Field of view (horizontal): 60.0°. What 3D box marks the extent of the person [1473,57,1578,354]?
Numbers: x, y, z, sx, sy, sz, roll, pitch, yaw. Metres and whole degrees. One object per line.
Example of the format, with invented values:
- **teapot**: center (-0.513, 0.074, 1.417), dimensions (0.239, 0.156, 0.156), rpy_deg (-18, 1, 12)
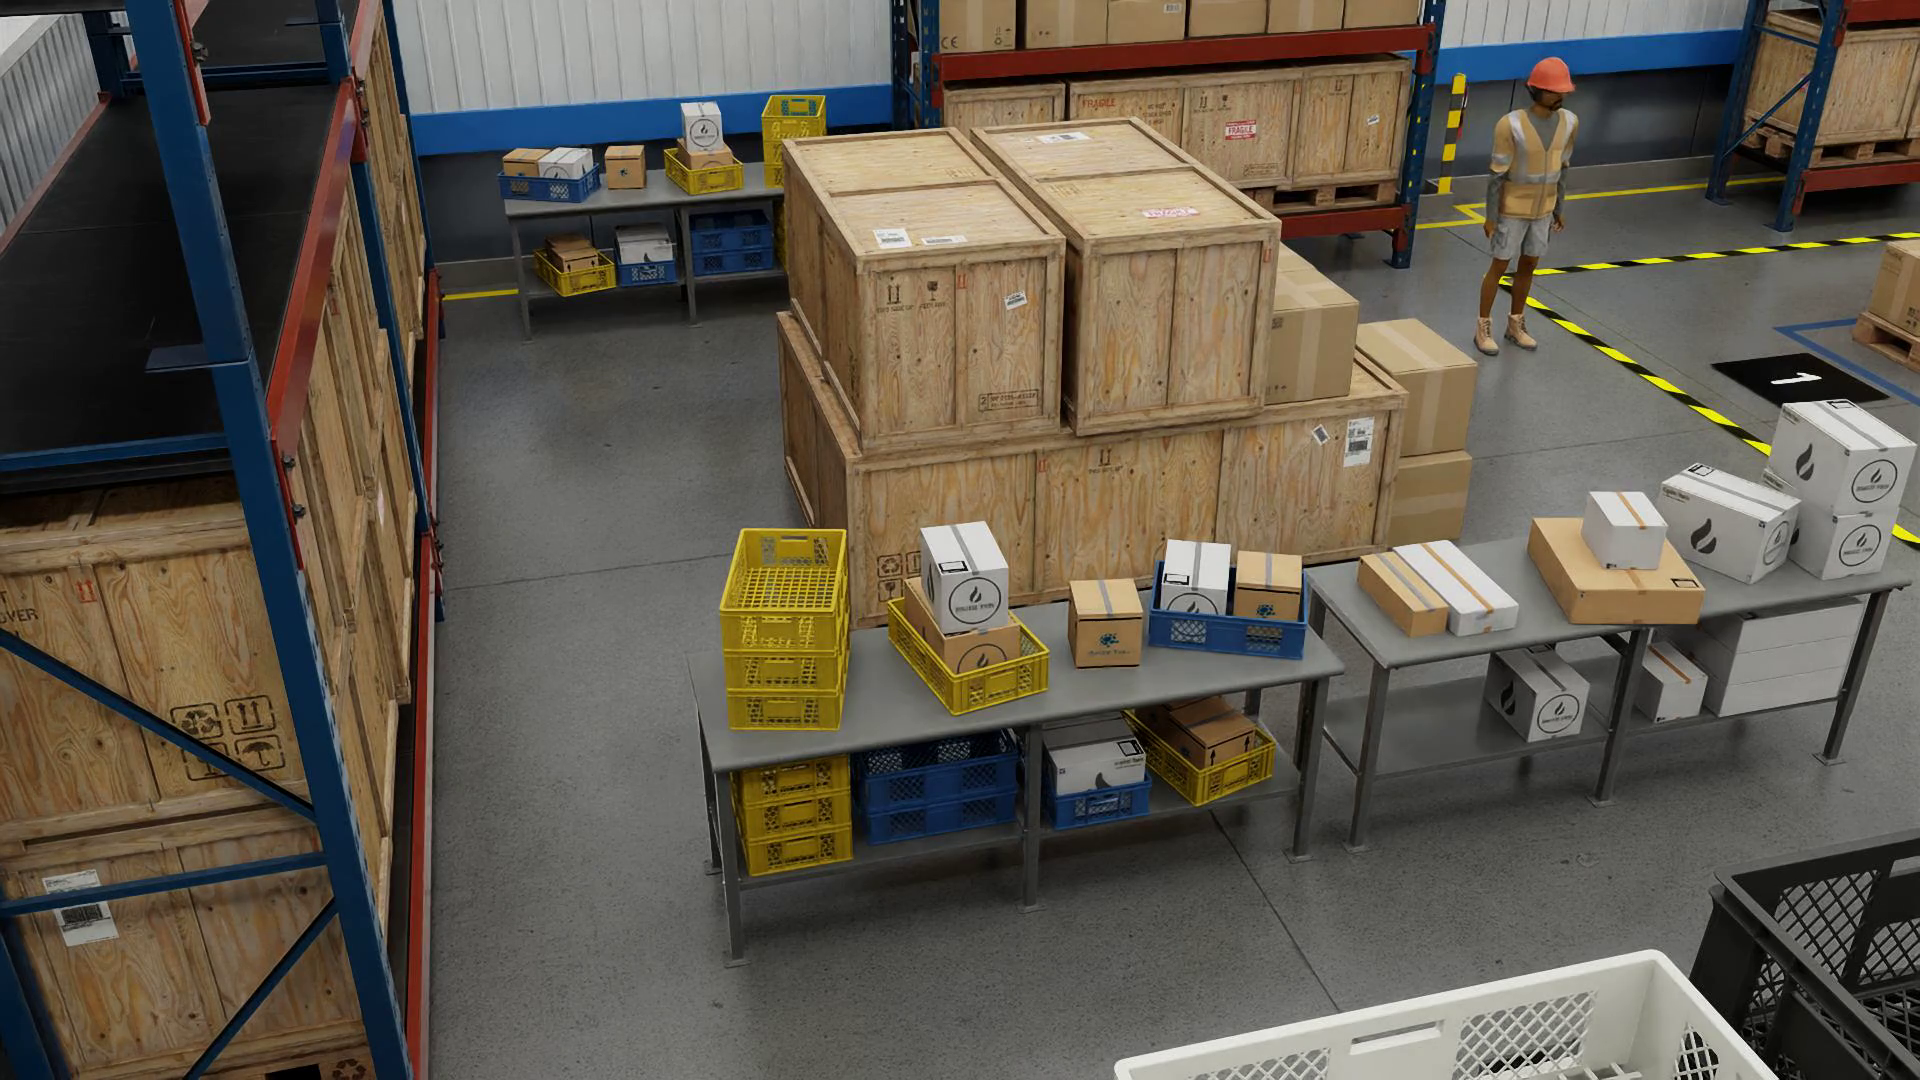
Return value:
- **person**: center (3.891, -2.268, 11.397), dimensions (0.614, 2.041, 0.376), rpy_deg (-8, 30, -14)
